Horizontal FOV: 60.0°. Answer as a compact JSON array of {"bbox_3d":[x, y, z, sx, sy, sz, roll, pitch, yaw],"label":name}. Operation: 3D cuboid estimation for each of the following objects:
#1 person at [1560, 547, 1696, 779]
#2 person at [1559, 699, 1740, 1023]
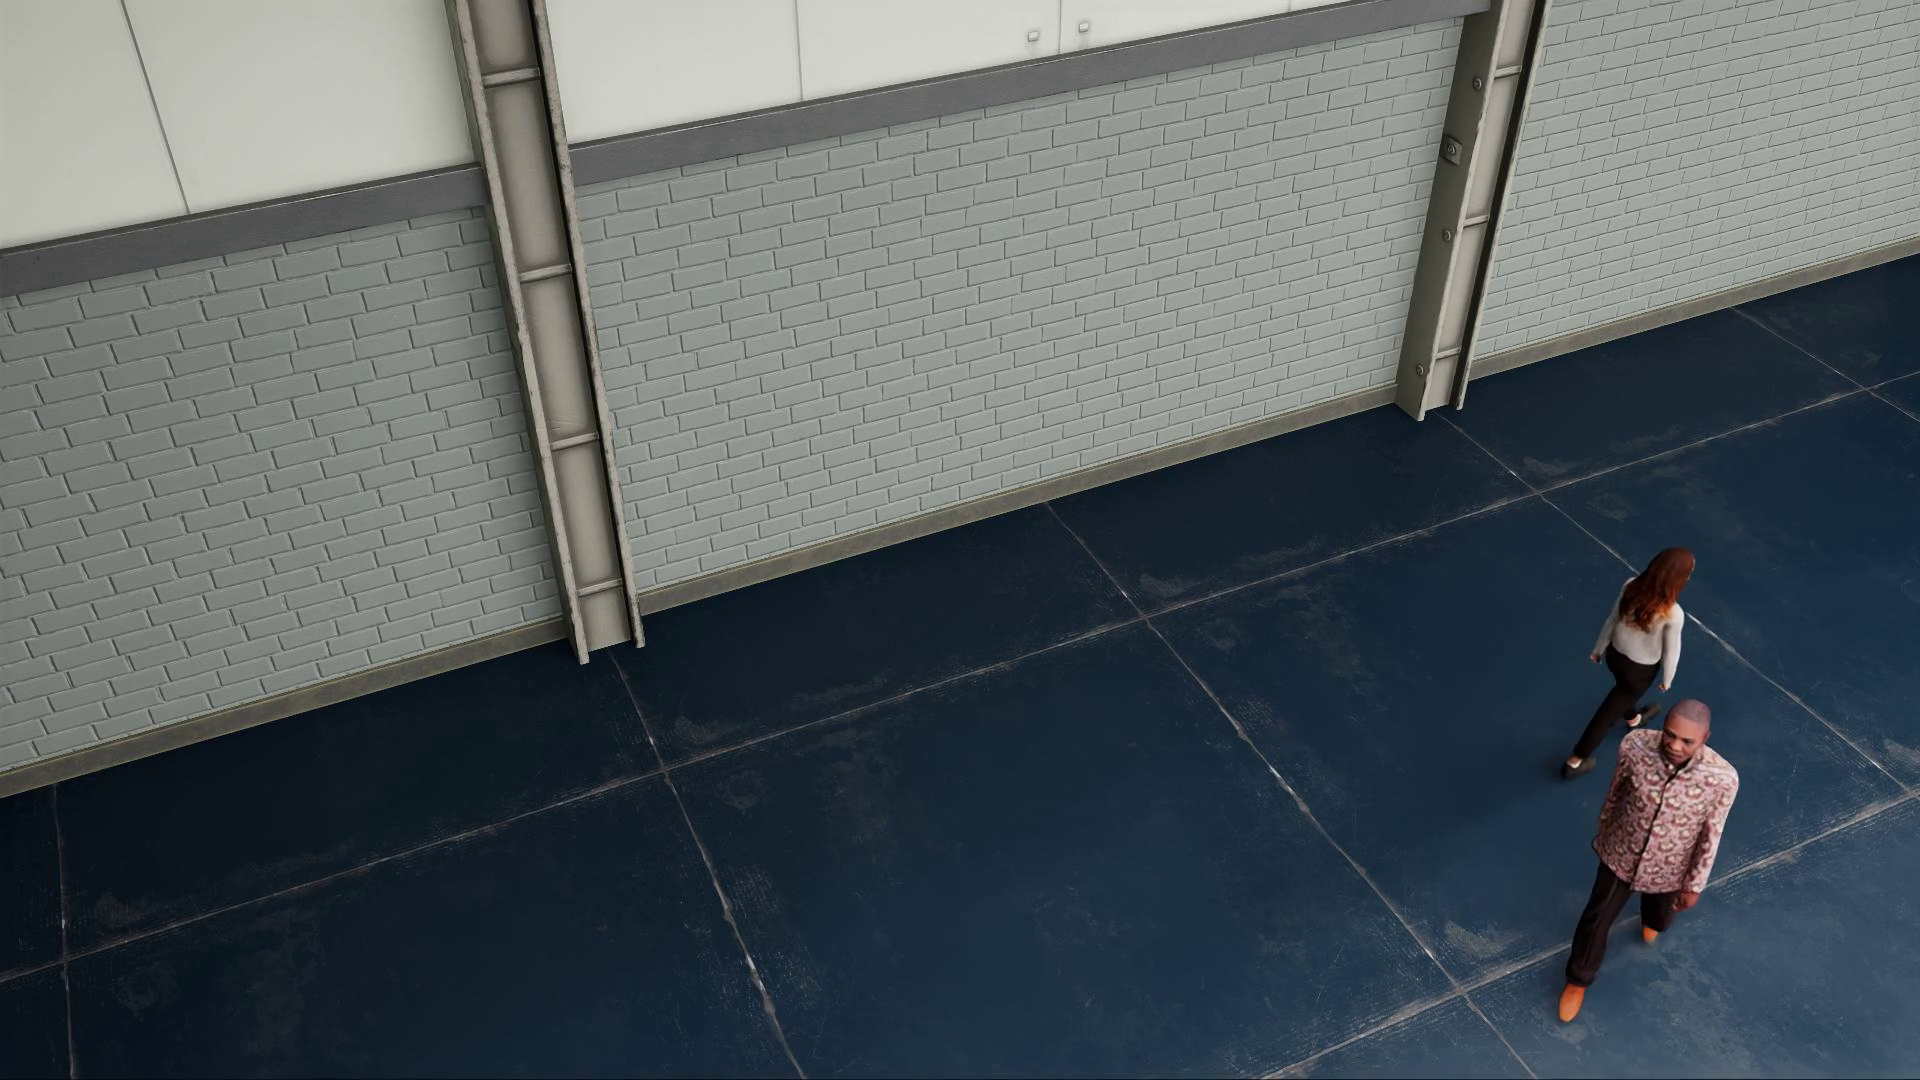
[{"bbox_3d":[3.420,0.677,8.590,0.980,1.441,0.588,-19,42,-23],"label":"person"},{"bbox_3d":[3.114,1.359,7.443,1.048,1.778,1.213,21,43,25],"label":"person"}]
